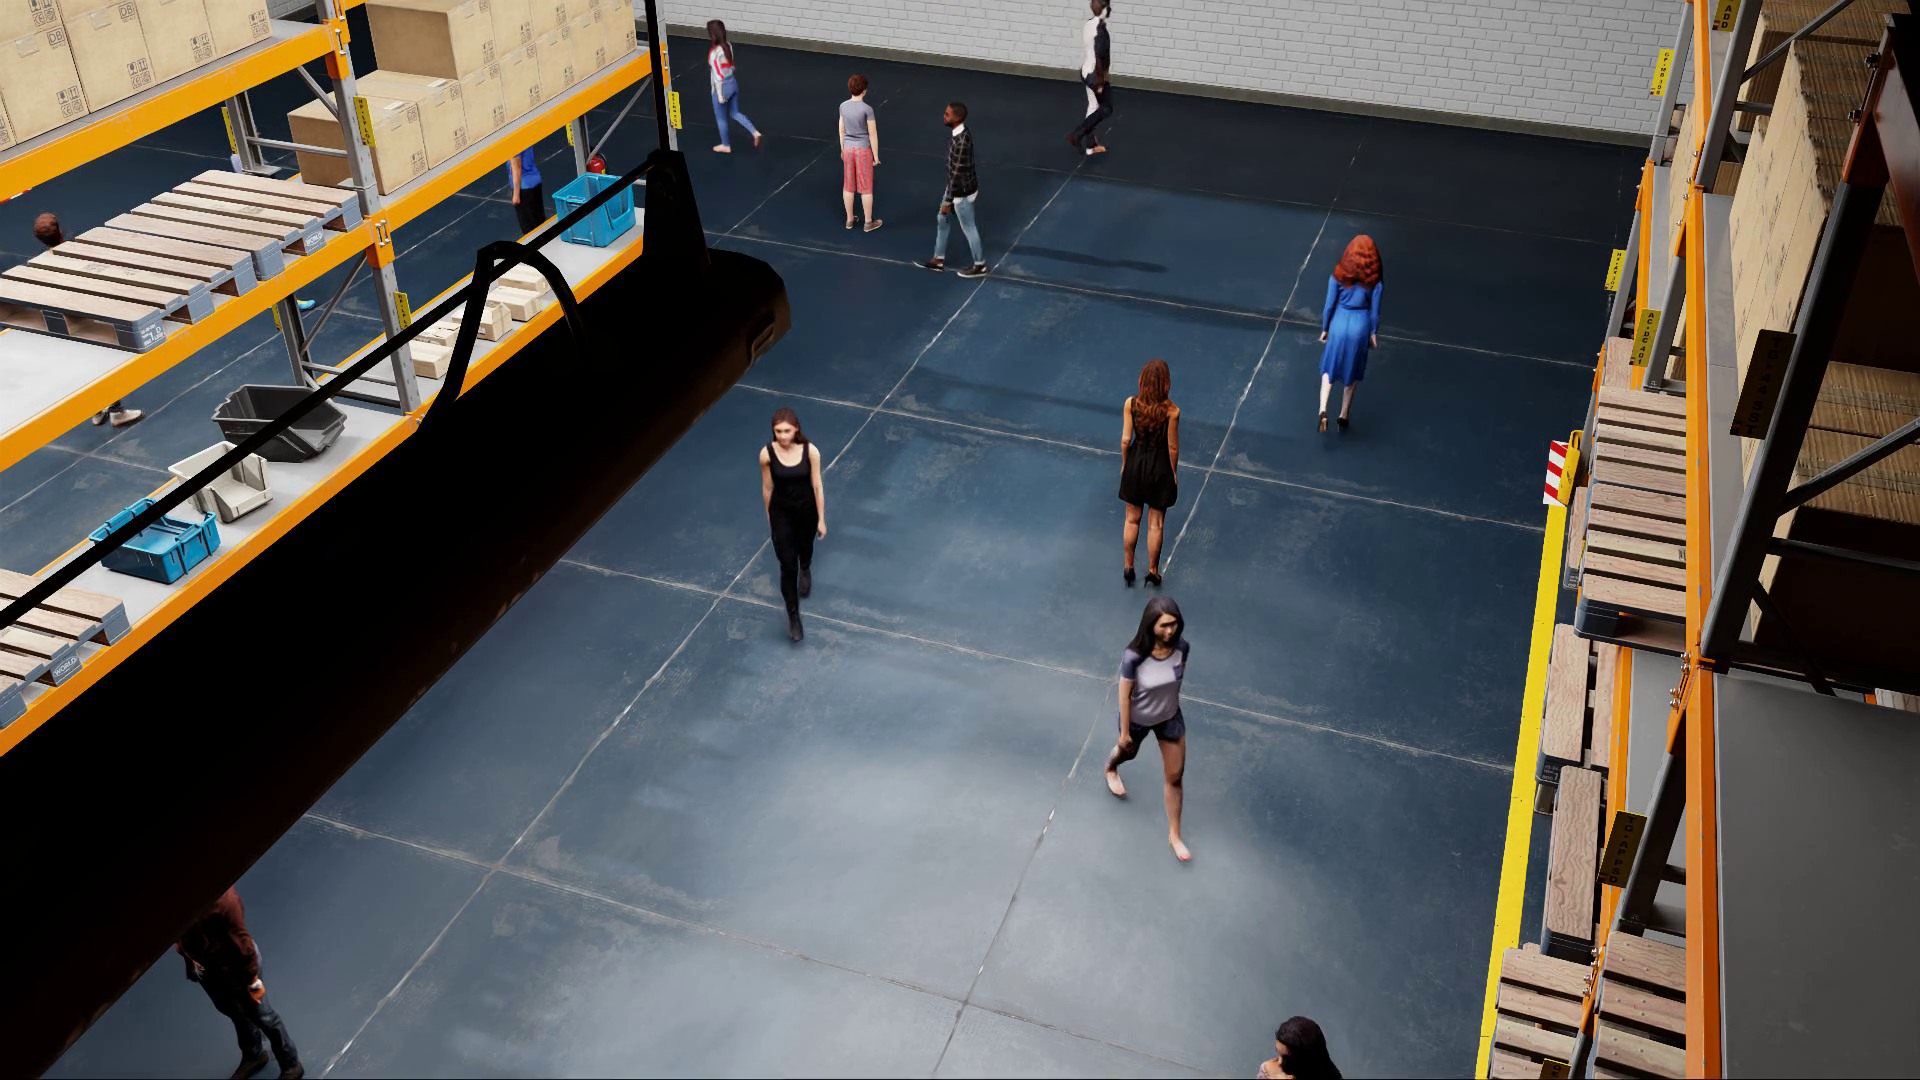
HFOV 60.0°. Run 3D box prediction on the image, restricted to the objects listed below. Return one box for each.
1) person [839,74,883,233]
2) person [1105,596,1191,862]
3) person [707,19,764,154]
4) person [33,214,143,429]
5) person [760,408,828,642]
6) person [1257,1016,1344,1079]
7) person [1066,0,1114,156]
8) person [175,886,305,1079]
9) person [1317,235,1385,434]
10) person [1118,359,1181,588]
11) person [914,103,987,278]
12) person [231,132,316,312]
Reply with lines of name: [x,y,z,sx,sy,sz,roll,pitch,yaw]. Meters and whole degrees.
person: [-1.084,-4.097,17.610,0.602,1.649,0.521,14,36,20]
person: [1.098,1.009,9.916,1.084,1.662,1.178,-12,36,-18]
person: [-2.670,-5.241,19.383,0.675,1.591,0.850,14,36,20]
person: [-7.379,-1.826,13.977,0.731,1.888,0.610,9,35,14]
person: [-1.154,-0.211,11.767,0.946,1.644,1.203,-4,34,-6]
person: [1.469,2.727,7.204,0.692,1.802,0.614,10,35,15]
person: [1.491,-5.367,19.311,0.975,1.880,0.931,-9,35,-13]
person: [-3.612,2.077,8.206,0.638,1.777,0.502,12,36,18]
person: [3.197,-1.640,13.756,0.635,1.823,0.784,14,36,20]
person: [1.349,-0.465,11.978,0.575,1.834,0.517,12,35,17]
person: [0.110,-3.445,16.496,0.998,1.795,1.034,-2,34,-3]
person: [-6.648,-3.088,15.875,0.734,1.888,0.718,26,41,33]
